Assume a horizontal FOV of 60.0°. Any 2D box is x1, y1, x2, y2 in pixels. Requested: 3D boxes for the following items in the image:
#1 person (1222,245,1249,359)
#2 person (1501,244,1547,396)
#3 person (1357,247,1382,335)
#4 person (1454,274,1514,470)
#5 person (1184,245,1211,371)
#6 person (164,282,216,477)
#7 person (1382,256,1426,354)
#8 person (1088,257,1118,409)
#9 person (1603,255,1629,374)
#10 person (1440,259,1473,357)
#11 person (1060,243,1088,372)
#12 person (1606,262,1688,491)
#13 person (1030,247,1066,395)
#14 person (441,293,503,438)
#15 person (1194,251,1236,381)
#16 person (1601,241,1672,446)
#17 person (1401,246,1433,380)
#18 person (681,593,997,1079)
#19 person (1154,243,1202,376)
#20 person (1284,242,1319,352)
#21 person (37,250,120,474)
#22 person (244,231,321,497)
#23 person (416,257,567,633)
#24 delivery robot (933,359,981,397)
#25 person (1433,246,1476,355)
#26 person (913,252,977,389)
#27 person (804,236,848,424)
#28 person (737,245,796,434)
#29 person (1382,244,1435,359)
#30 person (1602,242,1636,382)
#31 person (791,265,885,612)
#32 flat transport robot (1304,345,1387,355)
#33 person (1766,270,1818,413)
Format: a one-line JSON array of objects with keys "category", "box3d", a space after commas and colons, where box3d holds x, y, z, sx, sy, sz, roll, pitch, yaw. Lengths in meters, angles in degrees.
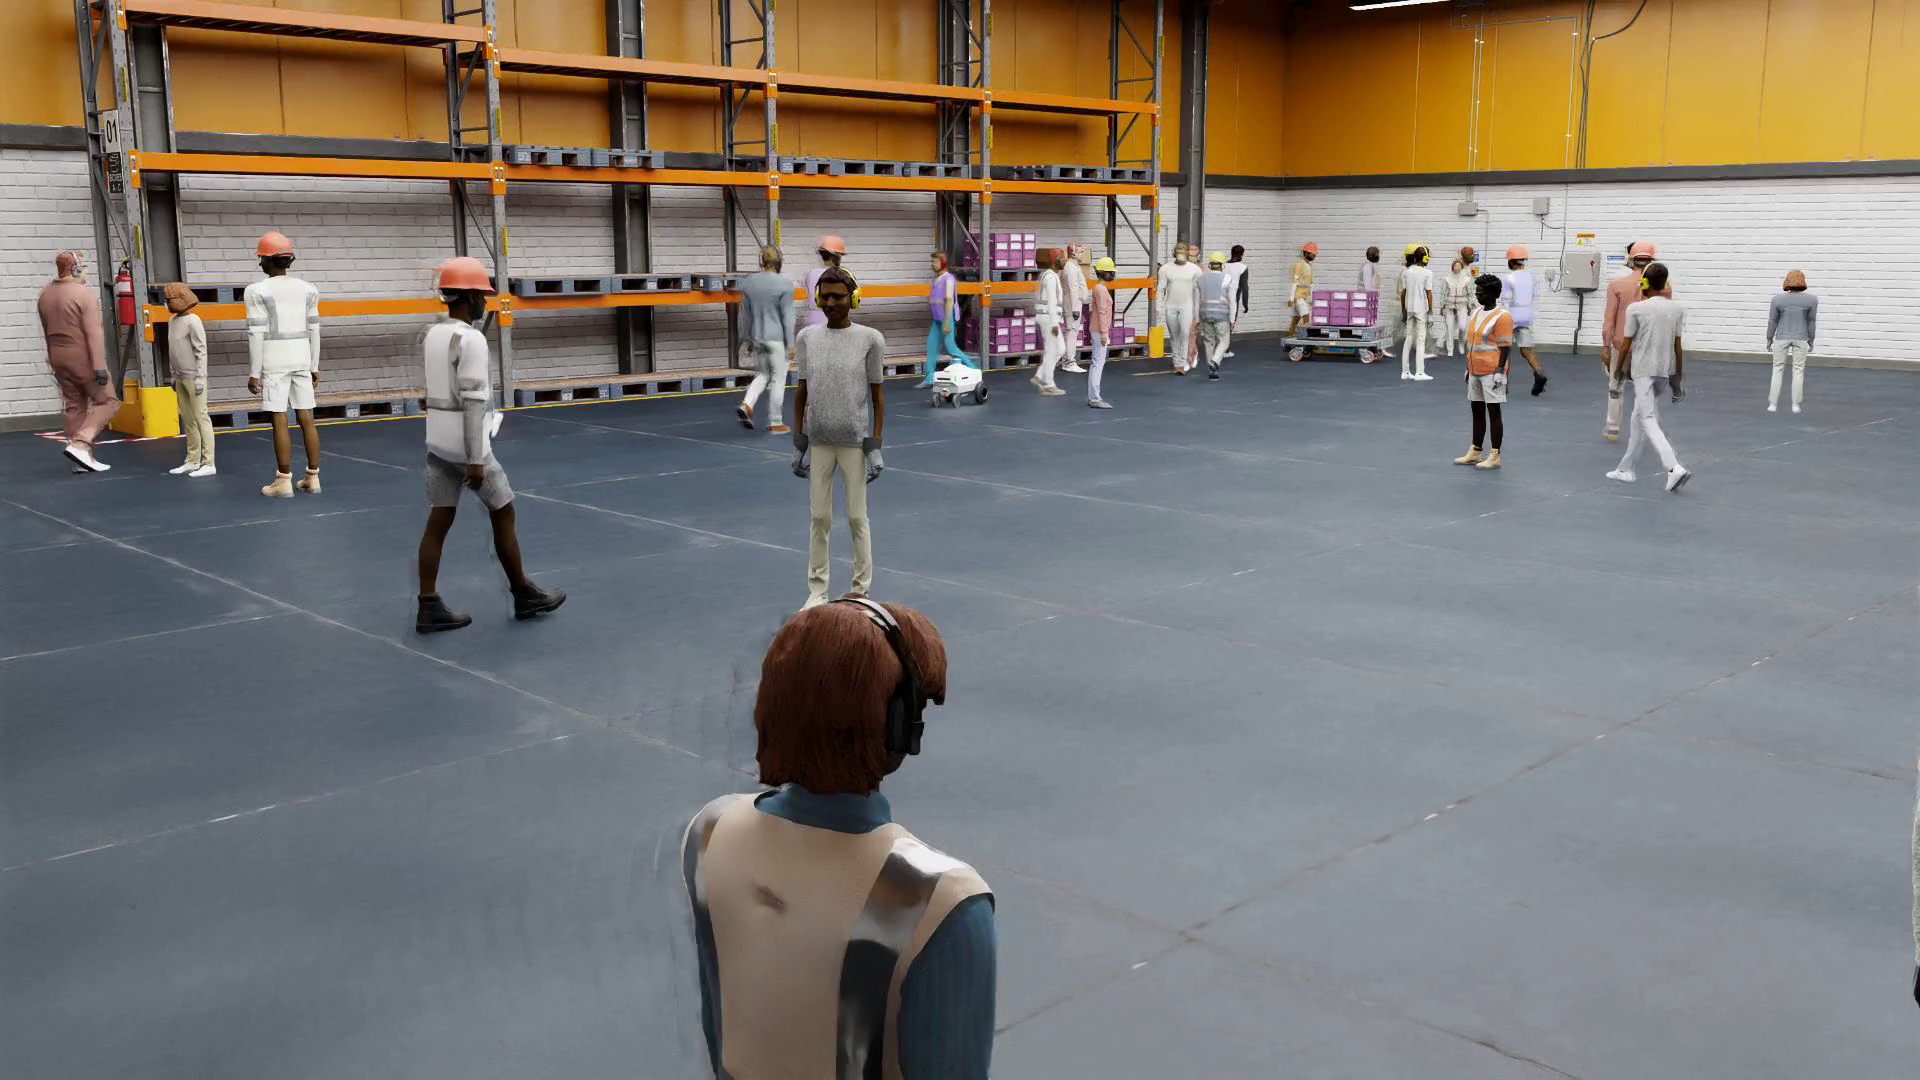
[{"category": "person", "box3d": [4.417, -3.923, 27.411, 0.599, 1.873, 0.798, 10, 15, 44]}, {"category": "person", "box3d": [7.081, -2.773, 21.023, 0.540, 1.916, 0.855, -3, 11, -18]}, {"category": "person", "box3d": [7.299, -4.307, 29.699, 0.433, 1.818, 0.661, 2, 11, 10]}, {"category": "person", "box3d": [4.570, -1.460, 14.458, 0.320, 1.692, 0.531, -3, 11, -17]}, {"category": "person", "box3d": [3.485, -3.499, 25.072, 0.646, 1.876, 0.824, 6, 12, 31]}, {"category": "person", "box3d": [-6.509, -1.351, 14.018, 0.501, 1.633, 0.289, 9, 13, 39]}, {"category": "person", "box3d": [7.503, -3.989, 28.028, 0.953, 1.781, 0.599, 4, 11, 21]}, {"category": "person", "box3d": [1.679, -2.428, 19.537, 0.326, 1.767, 0.533, 0, 10, 0]}, {"category": "person", "box3d": [9.703, -3.282, 24.223, 0.557, 1.743, 0.642, -7, 13, -34]}, {"category": "person", "box3d": [8.272, -3.865, 27.758, 0.521, 1.627, 0.362, 4, 11, 19]}, {"category": "person", "box3d": [1.695, -3.443, 24.682, 0.407, 1.910, 0.640, -1, 10, -5]}, {"category": "person", "box3d": [5.563, -1.315, 13.348, 0.532, 1.821, 0.985, -3, 11, -14]}, {"category": "person", "box3d": [1.153, -2.773, 21.143, 0.393, 1.869, 0.608, 2, 11, 13]}, {"category": "person", "box3d": [-4.741, -1.701, 15.992, 0.564, 1.618, 0.506, -5, 11, -24]}, {"category": "person", "box3d": [3.521, -3.090, 23.024, 0.610, 1.803, 0.510, 5, 11, 25]}, {"category": "person", "box3d": [6.570, -1.917, 16.211, 0.650, 1.956, 0.900, 2, 11, 13]}, {"category": "person", "box3d": [6.416, -3.174, 23.324, 0.310, 1.868, 0.533, -8, 13, -37]}, {"category": "person", "box3d": [-0.128, 0.853, 2.121, 0.527, 1.579, 0.864, 8, 13, 38]}, {"category": "person", "box3d": [3.139, -3.318, 24.012, 0.666, 1.894, 0.921, 2, 11, 13]}, {"category": "person", "box3d": [5.953, -4.157, 28.595, 0.795, 1.897, 0.577, 6, 12, 29]}, {"category": "person", "box3d": [-7.436, -1.491, 14.060, 0.664, 1.894, 0.427, 5, 11, 25]}, {"category": "person", "box3d": [-5.252, -1.353, 12.907, 0.370, 2.048, 0.608, 7, 12, 33]}, {"category": "person", "box3d": [-2.484, -0.497, 8.618, 0.562, 1.898, 0.926, 10, 14, 43]}, {"category": "delivery robot", "box3d": [-0.033, -1.912, 19.768, 0.477, 0.478, 0.707, 5, 12, 27]}, {"category": "person", "box3d": [8.454, -4.007, 27.955, 0.950, 1.844, 0.584, 2, 11, 11]}, {"category": "person", "box3d": [-0.165, -2.898, 21.973, 0.858, 1.818, 0.579, -4, 11, -22]}, {"category": "person", "box3d": [-1.370, -2.262, 17.970, 0.621, 2.003, 0.900, 8, 13, 36]}, {"category": "person", "box3d": [-1.957, -2.008, 16.815, 0.630, 1.921, 0.548, 7, 12, 33]}, {"category": "person", "box3d": [7.377, -3.895, 27.239, 1.004, 1.869, 0.614, 8, 13, 36]}, {"category": "person", "box3d": [9.298, -3.178, 23.164, 0.608, 1.942, 0.856, -5, 11, -24]}, {"category": "person", "box3d": [-0.647, -0.495, 8.721, 0.514, 1.869, 0.324, 2, 11, 12]}, {"category": "flat transport robot", "box3d": [6.494, -3.233, 28.004, 1.431, 0.197, 0.652, 6, 12, 29]}, {"category": "person", "box3d": [9.511, -2.270, 19.051, 0.501, 1.635, 0.303, 5, 11, 24]}]
